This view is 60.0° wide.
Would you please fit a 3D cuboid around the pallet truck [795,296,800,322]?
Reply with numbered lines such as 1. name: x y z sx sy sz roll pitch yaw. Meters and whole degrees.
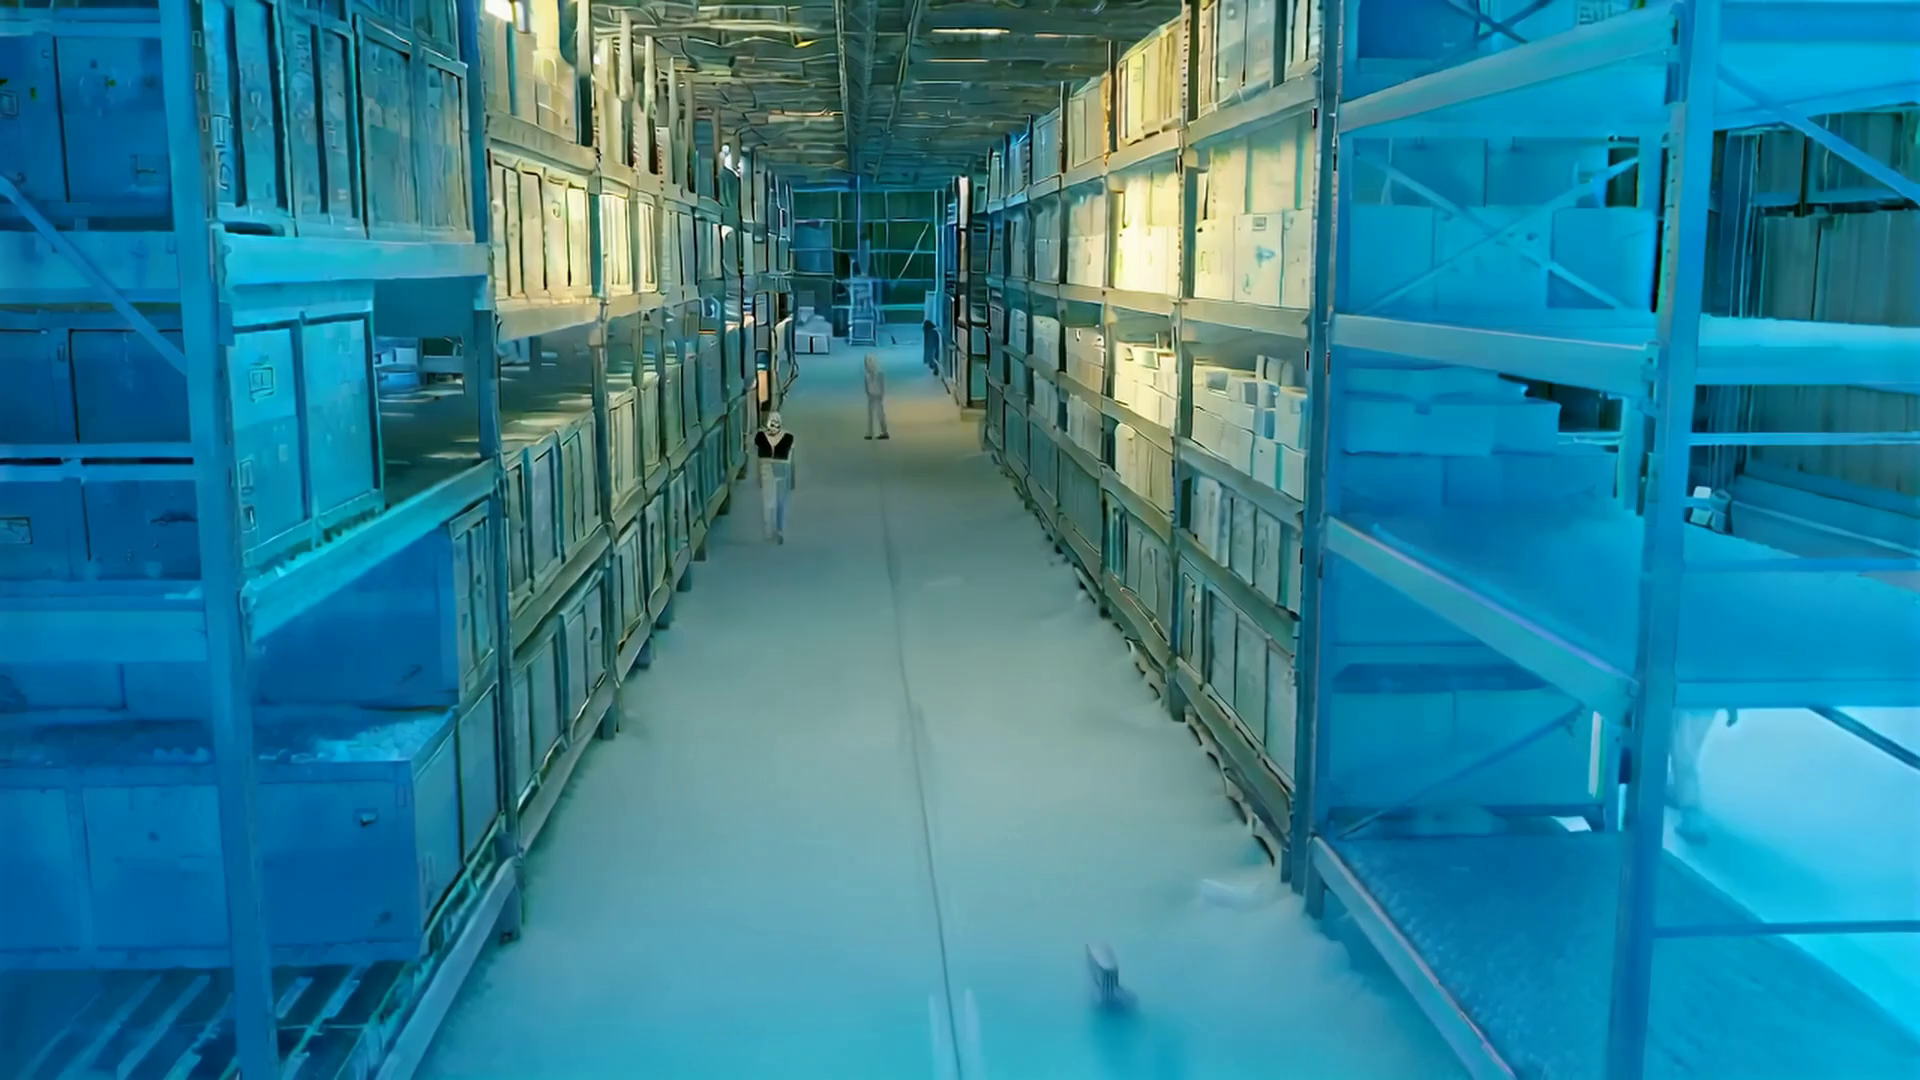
1. pallet truck: -8.622 -12.439 91.403 1.885 1.965 0.823 2 10 13

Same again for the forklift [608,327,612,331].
1. forklift: -13.756 -8.406 64.682 1.873 2.768 1.129 -1 10 -4

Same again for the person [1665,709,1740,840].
1. person: 4.943 1.040 11.325 0.650 1.850 1.030 0 10 0

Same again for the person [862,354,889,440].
1. person: -1.872 -3.096 36.014 0.722 1.864 0.668 0 10 -2

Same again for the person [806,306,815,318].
1. person: -6.492 -9.282 72.775 0.542 1.928 0.399 8 13 41

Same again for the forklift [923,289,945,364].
1. forklift: -0.810 -8.123 62.989 1.129 2.768 1.873 -1 10 -3

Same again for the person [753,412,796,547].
1. person: -2.518 -0.816 22.506 0.598 1.817 0.751 -1 10 -3
